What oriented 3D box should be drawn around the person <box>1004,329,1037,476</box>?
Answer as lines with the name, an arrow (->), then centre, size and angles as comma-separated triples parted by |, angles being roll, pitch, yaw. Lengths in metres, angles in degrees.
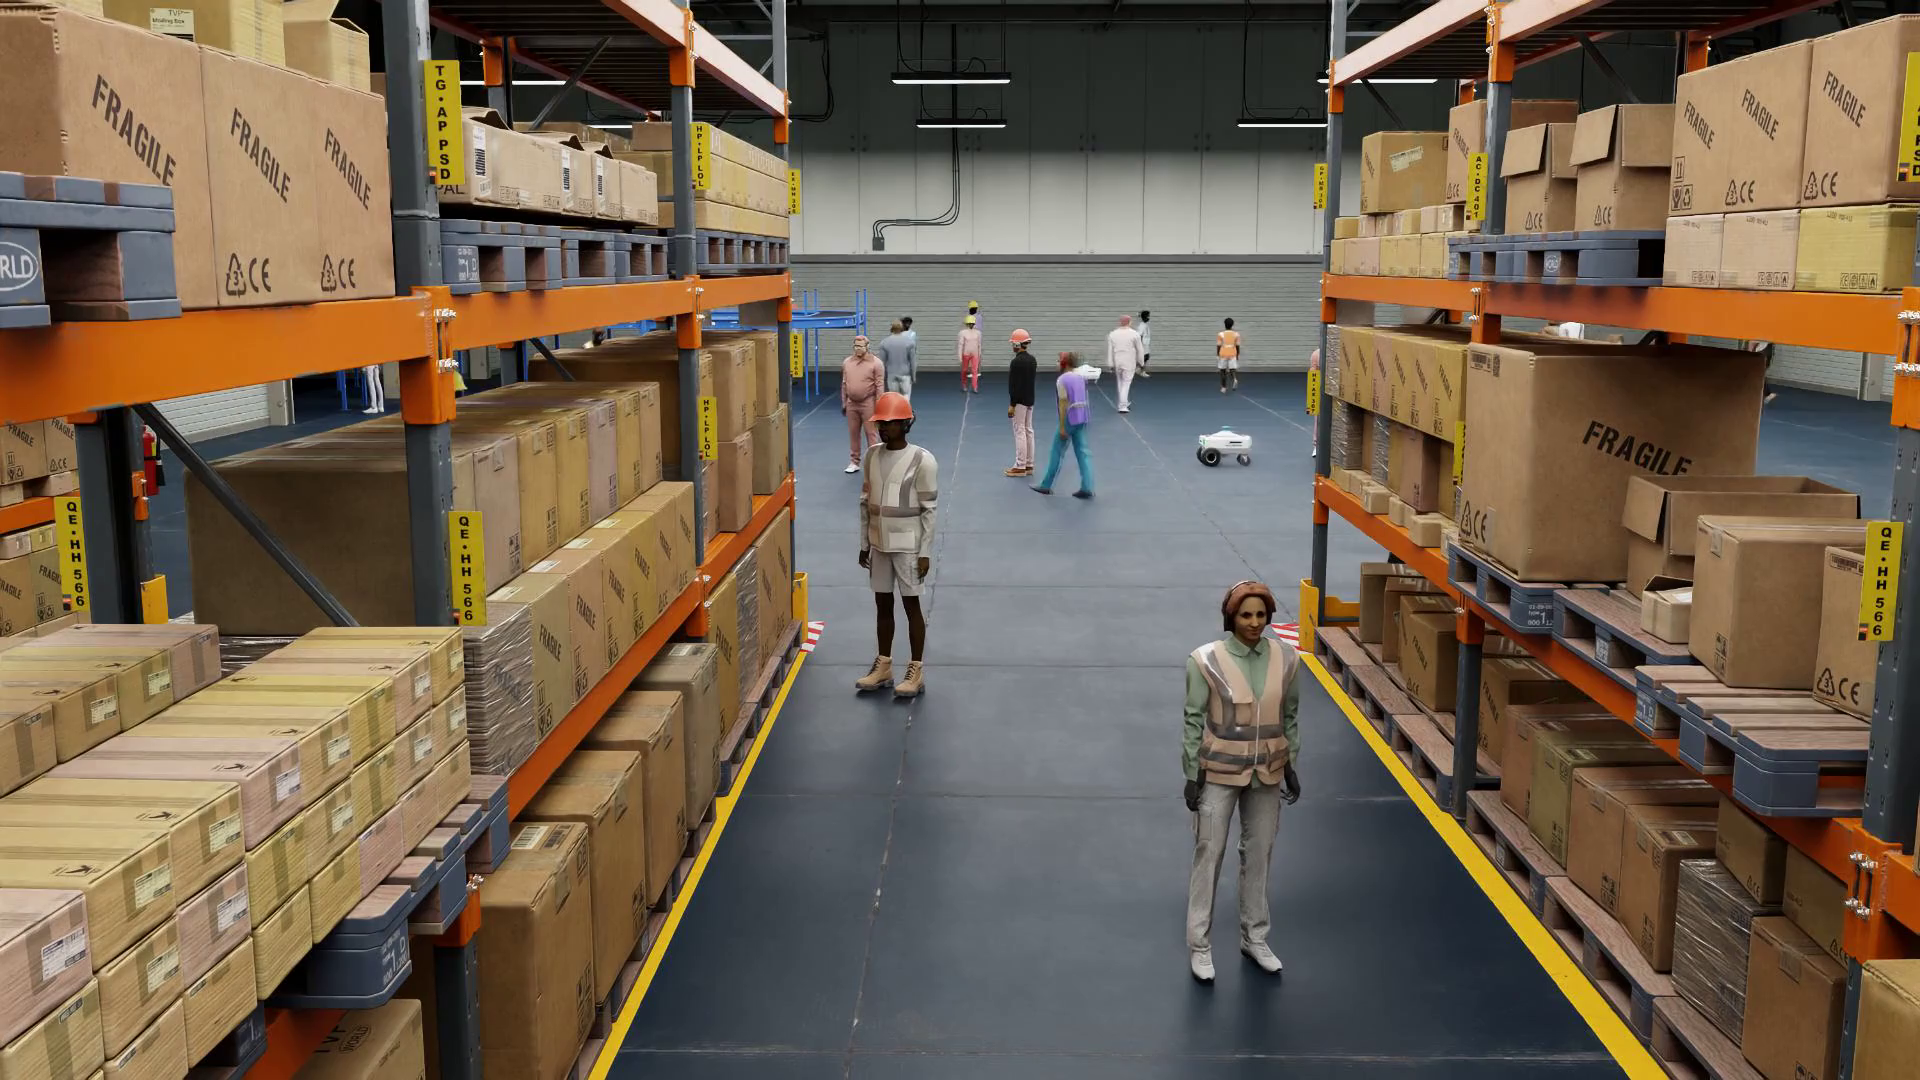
person -> 0.831, -1.878, 22.730 | 0.382, 1.995, 0.612 | 5, 11, 27

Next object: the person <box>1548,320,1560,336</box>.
person -> 14.216, -4.568, 39.923 | 0.285, 1.634, 0.499 | -8, 12, -38

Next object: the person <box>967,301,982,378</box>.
person -> 0.353, -5.090, 42.174 | 0.366, 1.926, 0.592 | 4, 10, 24

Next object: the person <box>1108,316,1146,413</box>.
person -> 3.285, -3.434, 32.460 | 0.667, 1.864, 0.958 | 6, 11, 32

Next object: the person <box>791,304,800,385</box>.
person -> -3.927, -4.634, 39.457 | 0.524, 1.920, 0.581 | 1, 10, 7

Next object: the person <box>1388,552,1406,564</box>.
person -> 3.682, -0.198, 13.092 | 0.920, 1.865, 0.653 | 1, 10, 8

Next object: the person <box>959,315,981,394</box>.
person -> 0.209, -4.170, 37.255 | 0.536, 1.730, 0.873 | -2, 10, -14

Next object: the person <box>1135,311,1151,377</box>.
person -> 4.674, -4.951, 42.038 | 0.368, 1.682, 0.554 | 3, 10, 16

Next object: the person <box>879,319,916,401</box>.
person -> -1.076, -2.852, 28.758 | 0.649, 1.929, 0.444 | 0, 9, 2

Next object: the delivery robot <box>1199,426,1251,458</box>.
delivery robot -> 3.824, -1.395, 23.992 | 0.707, 0.478, 0.477 | 0, 10, -1

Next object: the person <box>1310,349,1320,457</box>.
person -> 5.544, -2.190, 24.864 | 0.653, 1.907, 0.408 | 1, 10, 6

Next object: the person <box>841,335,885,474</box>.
person -> -1.354, -1.865, 22.952 | 0.660, 1.904, 0.401 | 5, 11, 26

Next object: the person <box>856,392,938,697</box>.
person -> -0.440, 0.028, 11.166 | 0.605, 2.045, 0.379 | 7, 12, 35

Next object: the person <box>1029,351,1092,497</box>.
person -> 1.290, -1.445, 20.709 | 0.911, 1.797, 0.586 | 7, 12, 37

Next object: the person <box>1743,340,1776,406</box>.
person -> 15.911, -3.625, 33.186 | 0.564, 2.000, 0.704 | 9, 13, 43

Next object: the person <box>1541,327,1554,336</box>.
person -> 12.111, -3.595, 34.236 | 0.862, 1.593, 0.501 | 0, 9, 1

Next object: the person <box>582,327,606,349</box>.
person -> -6.181, -2.769, 28.561 | 0.623, 1.830, 0.616 | -3, 10, -18

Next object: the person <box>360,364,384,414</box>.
person -> -11.406, -3.390, 32.163 | 0.331, 1.872, 0.513 | 3, 10, 17

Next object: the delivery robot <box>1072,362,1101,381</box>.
delivery robot -> 2.979, -3.969, 39.406 | 0.707, 0.478, 0.477 | -1, 10, -4

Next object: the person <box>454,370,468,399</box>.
person -> -4.879, -0.666, 15.769 | 0.863, 1.901, 0.595 | 2, 10, 13

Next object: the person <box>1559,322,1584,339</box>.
person -> 13.360, -4.110, 36.423 | 0.573, 1.887, 0.355 | -1, 10, -7

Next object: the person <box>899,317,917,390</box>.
person -> -1.254, -4.239, 37.832 | 0.551, 1.658, 0.665 | -2, 10, -10

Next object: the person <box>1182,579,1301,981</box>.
person -> 1.142, 0.966, 6.760 | 0.523, 1.638, 0.310 | -3, 10, -16

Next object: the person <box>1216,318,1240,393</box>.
person -> 5.970, -4.094, 36.940 | 0.540, 1.682, 0.582 | -1, 10, -8

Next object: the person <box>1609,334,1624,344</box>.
person -> 11.982, -2.994, 30.610 | 0.501, 1.594, 0.842 | -3, 10, -18
